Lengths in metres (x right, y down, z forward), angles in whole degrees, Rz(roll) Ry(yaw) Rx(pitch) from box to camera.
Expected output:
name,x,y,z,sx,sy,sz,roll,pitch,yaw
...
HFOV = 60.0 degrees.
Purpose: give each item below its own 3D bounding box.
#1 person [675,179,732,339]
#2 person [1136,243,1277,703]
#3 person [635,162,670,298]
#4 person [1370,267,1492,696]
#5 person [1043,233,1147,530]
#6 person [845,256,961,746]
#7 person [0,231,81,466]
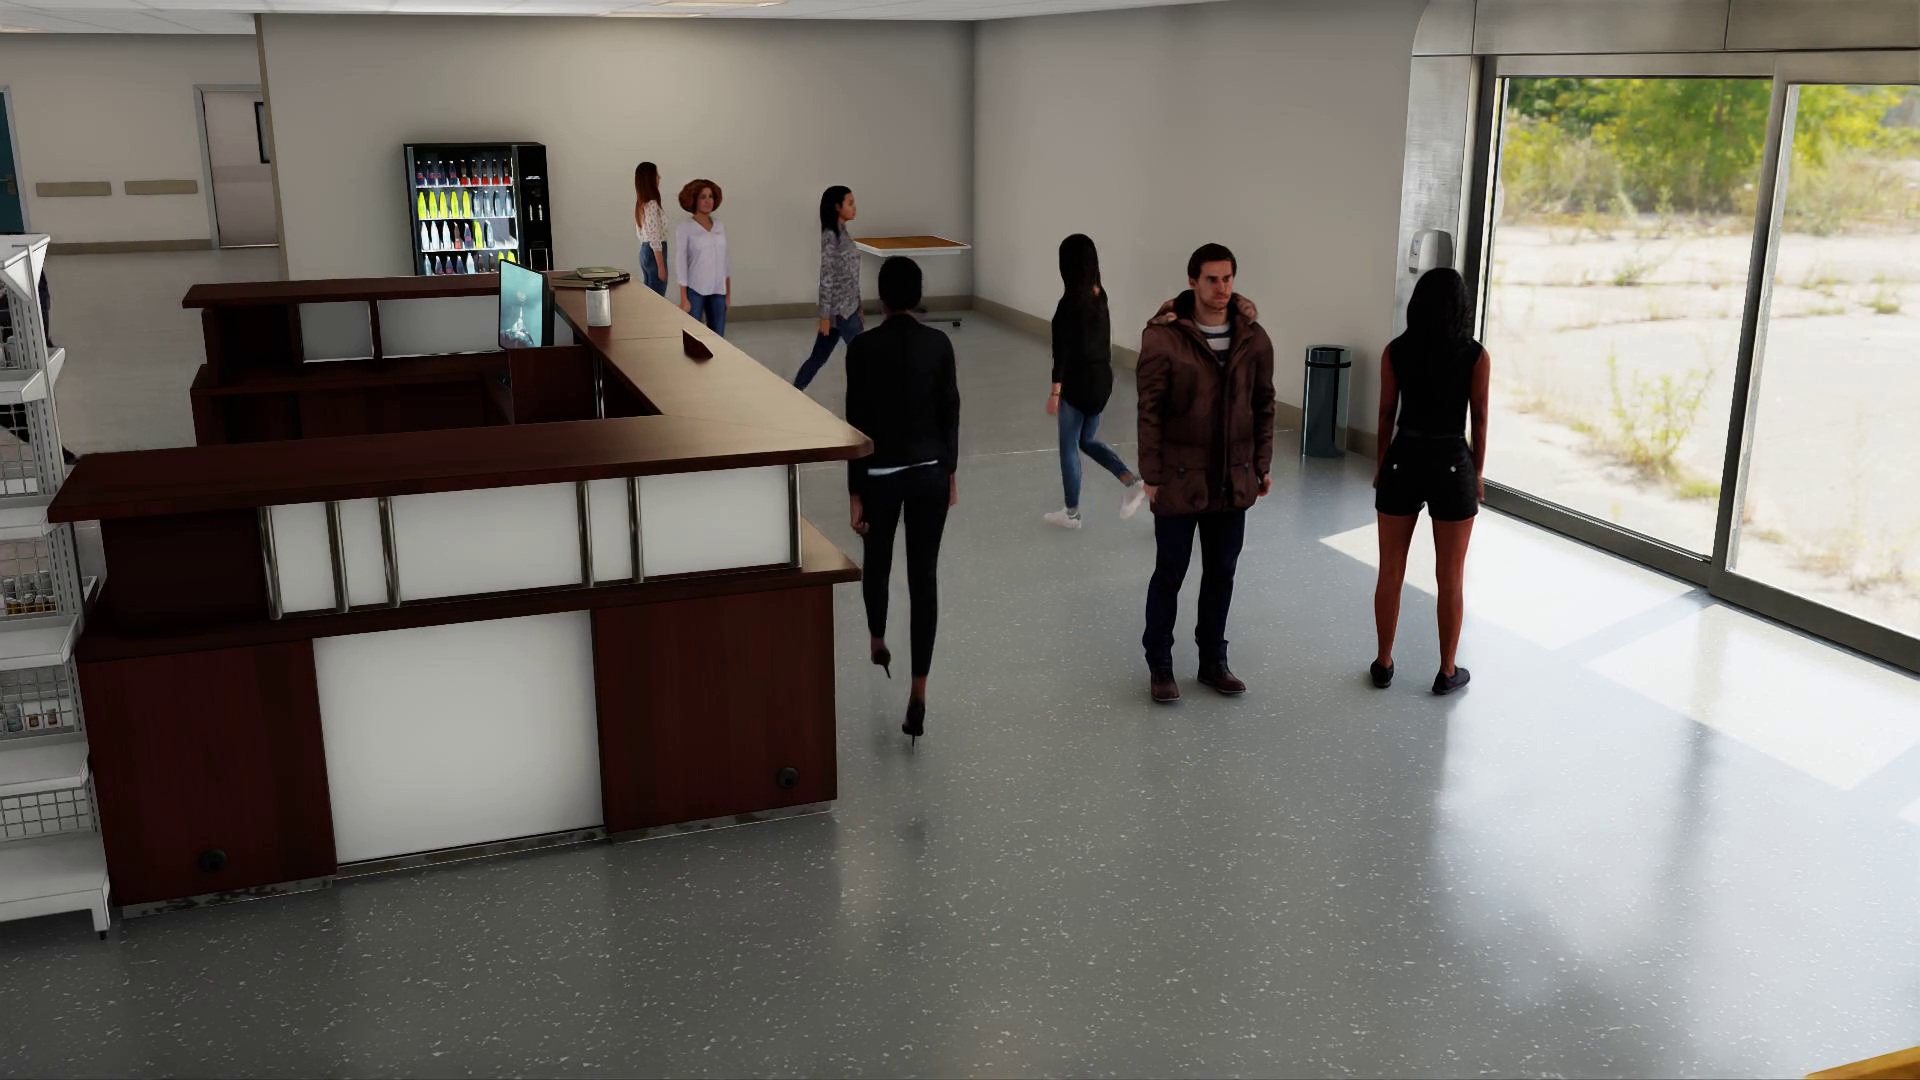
name,x,y,z,sx,sy,sz,roll,pitch,yaw
person,-1.998,-1.930,12.853,0.624,1.706,0.760,-11,19,-35
person,0.974,-0.271,6.708,0.612,1.848,0.817,-5,16,-16
person,-2.716,-2.460,14.690,0.500,1.729,0.581,-6,17,-21
person,1.902,-0.236,6.781,0.656,1.740,0.722,7,17,23
person,0.754,-0.843,9.139,0.913,1.629,0.894,10,19,32
person,-0.200,-0.111,6.242,1.094,1.792,0.839,-2,16,-7
person,-5.453,-1.025,9.864,0.813,1.586,0.779,-12,20,-36
